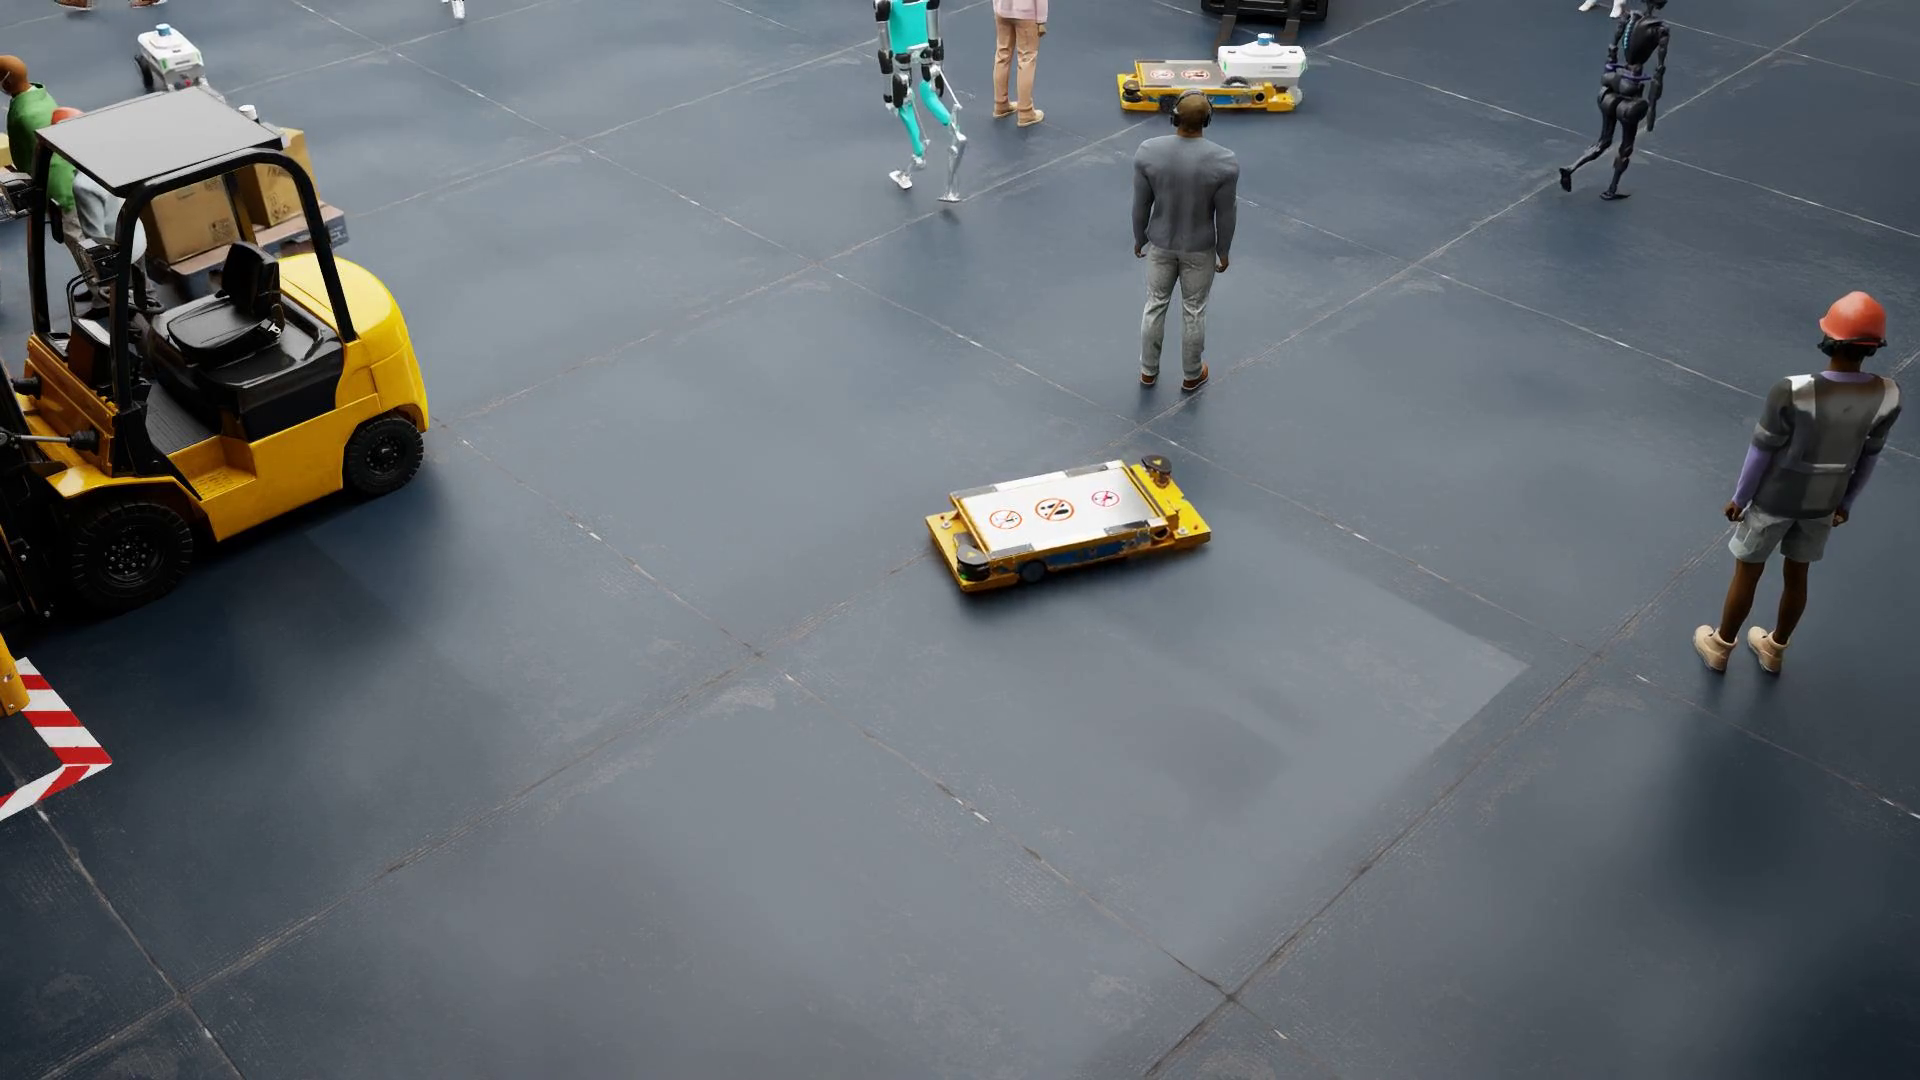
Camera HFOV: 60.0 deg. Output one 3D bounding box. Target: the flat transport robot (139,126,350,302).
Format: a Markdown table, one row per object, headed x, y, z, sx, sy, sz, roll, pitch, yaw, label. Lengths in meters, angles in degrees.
| x | y | z | sx | sy | sz | roll | pitch | yaw | label |
| --- | --- | --- | --- | --- | --- | --- | --- | --- | --- |
| -5.004 | -1.923 | 11.571 | 1.431 | 0.231 | 0.659 | 27 | 44 | 31 | flat transport robot |

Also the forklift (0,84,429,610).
| x | y | z | sx | sy | sz | roll | pitch | yaw | label |
| --- | --- | --- | --- | --- | --- | --- | --- | --- | --- |
| -4.145 | -1.093 | 8.856 | 2.313 | 2.155 | 1.214 | -31 | 47 | -34 | forklift |

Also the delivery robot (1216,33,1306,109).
| x | y | z | sx | sy | sz | roll | pitch | yaw | label |
| --- | --- | --- | --- | --- | --- | --- | --- | --- | --- |
| 2.530 | -3.986 | 14.086 | 0.773 | 0.586 | 0.499 | 0 | 37 | 0 | delivery robot |

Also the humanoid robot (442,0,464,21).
| x | y | z | sx | sy | sz | roll | pitch | yaw | label |
| --- | --- | --- | --- | --- | --- | --- | --- | --- | --- |
| -4.855 | -5.762 | 15.516 | 0.542 | 1.749 | 1.043 | -12 | 38 | -15 | humanoid robot |

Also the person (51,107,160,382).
| x | y | z | sx | sy | sz | roll | pitch | yaw | label |
| --- | --- | --- | --- | --- | --- | --- | --- | --- | --- |
| -5.183 | -1.806 | 10.186 | 0.351 | 1.737 | 0.572 | -2 | 37 | -3 | person |

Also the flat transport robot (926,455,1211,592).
| x | y | z | sx | sy | sz | roll | pitch | yaw | label |
| --- | --- | --- | --- | --- | --- | --- | --- | --- | --- |
| 0.591 | -0.098 | 9.129 | 1.431 | 0.231 | 0.659 | -11 | 38 | -15 | flat transport robot |

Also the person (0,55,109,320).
| x | y | z | sx | sy | sz | roll | pitch | yaw | label |
| --- | --- | --- | --- | --- | --- | --- | --- | --- | --- |
| -5.858 | -2.279 | 10.785 | 0.387 | 1.782 | 0.537 | -14 | 39 | -18 | person |

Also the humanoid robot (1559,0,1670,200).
| x | y | z | sx | sy | sz | roll | pitch | yaw | label |
| --- | --- | --- | --- | --- | --- | --- | --- | --- | --- |
| 4.836 | -3.278 | 12.210 | 0.572 | 1.638 | 0.610 | -13 | 39 | -16 | humanoid robot |

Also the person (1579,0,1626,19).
| x | y | z | sx | sy | sz | roll | pitch | yaw | label |
| --- | --- | --- | --- | --- | --- | --- | --- | --- | --- |
| 6.172 | -5.726 | 15.523 | 0.517 | 1.632 | 0.315 | 25 | 43 | 29 | person |

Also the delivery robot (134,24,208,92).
| x | y | z | sx | sy | sz | roll | pitch | yaw | label |
| --- | --- | --- | --- | --- | --- | --- | --- | --- | --- |
| -6.762 | -4.124 | 14.273 | 0.499 | 0.589 | 0.791 | -25 | 43 | -29 | delivery robot |

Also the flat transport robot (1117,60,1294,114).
| x | y | z | sx | sy | sz | roll | pitch | yaw | label |
| --- | --- | --- | --- | --- | --- | --- | --- | --- | --- |
| 2.080 | -3.863 | 14.168 | 1.431 | 0.231 | 0.659 | 0 | 37 | 1 | flat transport robot |

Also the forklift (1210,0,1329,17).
| x | y | z | sx | sy | sz | roll | pitch | yaw | label |
| --- | --- | --- | --- | --- | --- | --- | --- | --- | --- |
| 3.106 | -6.400 | 15.960 | 1.214 | 2.155 | 2.313 | 8 | 37 | 10 | forklift |

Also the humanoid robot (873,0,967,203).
| x | y | z | sx | sy | sz | roll | pitch | yaw | label |
| --- | --- | --- | --- | --- | --- | --- | --- | --- | --- |
| -0.222 | -3.222 | 12.117 | 0.532 | 1.758 | 1.013 | -22 | 42 | -26 | humanoid robot |

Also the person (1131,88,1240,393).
| x | y | z | sx | sy | sz | roll | pitch | yaw | label |
| --- | --- | --- | --- | --- | --- | --- | --- | --- | --- |
| 1.330 | -1.776 | 9.981 | 0.630 | 1.940 | 0.371 | 11 | 38 | 14 | person |

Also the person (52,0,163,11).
| x | y | z | sx | sy | sz | roll | pitch | yaw | label |
| --- | --- | --- | --- | --- | --- | --- | --- | --- | --- |
| -8.179 | -5.840 | 15.535 | 0.968 | 1.798 | 0.548 | -20 | 41 | -24 | person |

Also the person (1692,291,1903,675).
| x | y | z | sx | sy | sz | roll | pitch | yaw | label |
| --- | --- | --- | --- | --- | --- | --- | --- | --- | --- |
| 3.936 | -0.231 | 7.840 | 0.598 | 2.036 | 0.405 | -1 | 37 | -2 | person |

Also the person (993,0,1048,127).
| x | y | z | sx | sy | sz | roll | pitch | yaw | label |
| --- | --- | --- | --- | --- | --- | --- | --- | --- | --- |
| 0.472 | -4.224 | 13.397 | 0.518 | 1.777 | 0.410 | 25 | 43 | 29 | person |
